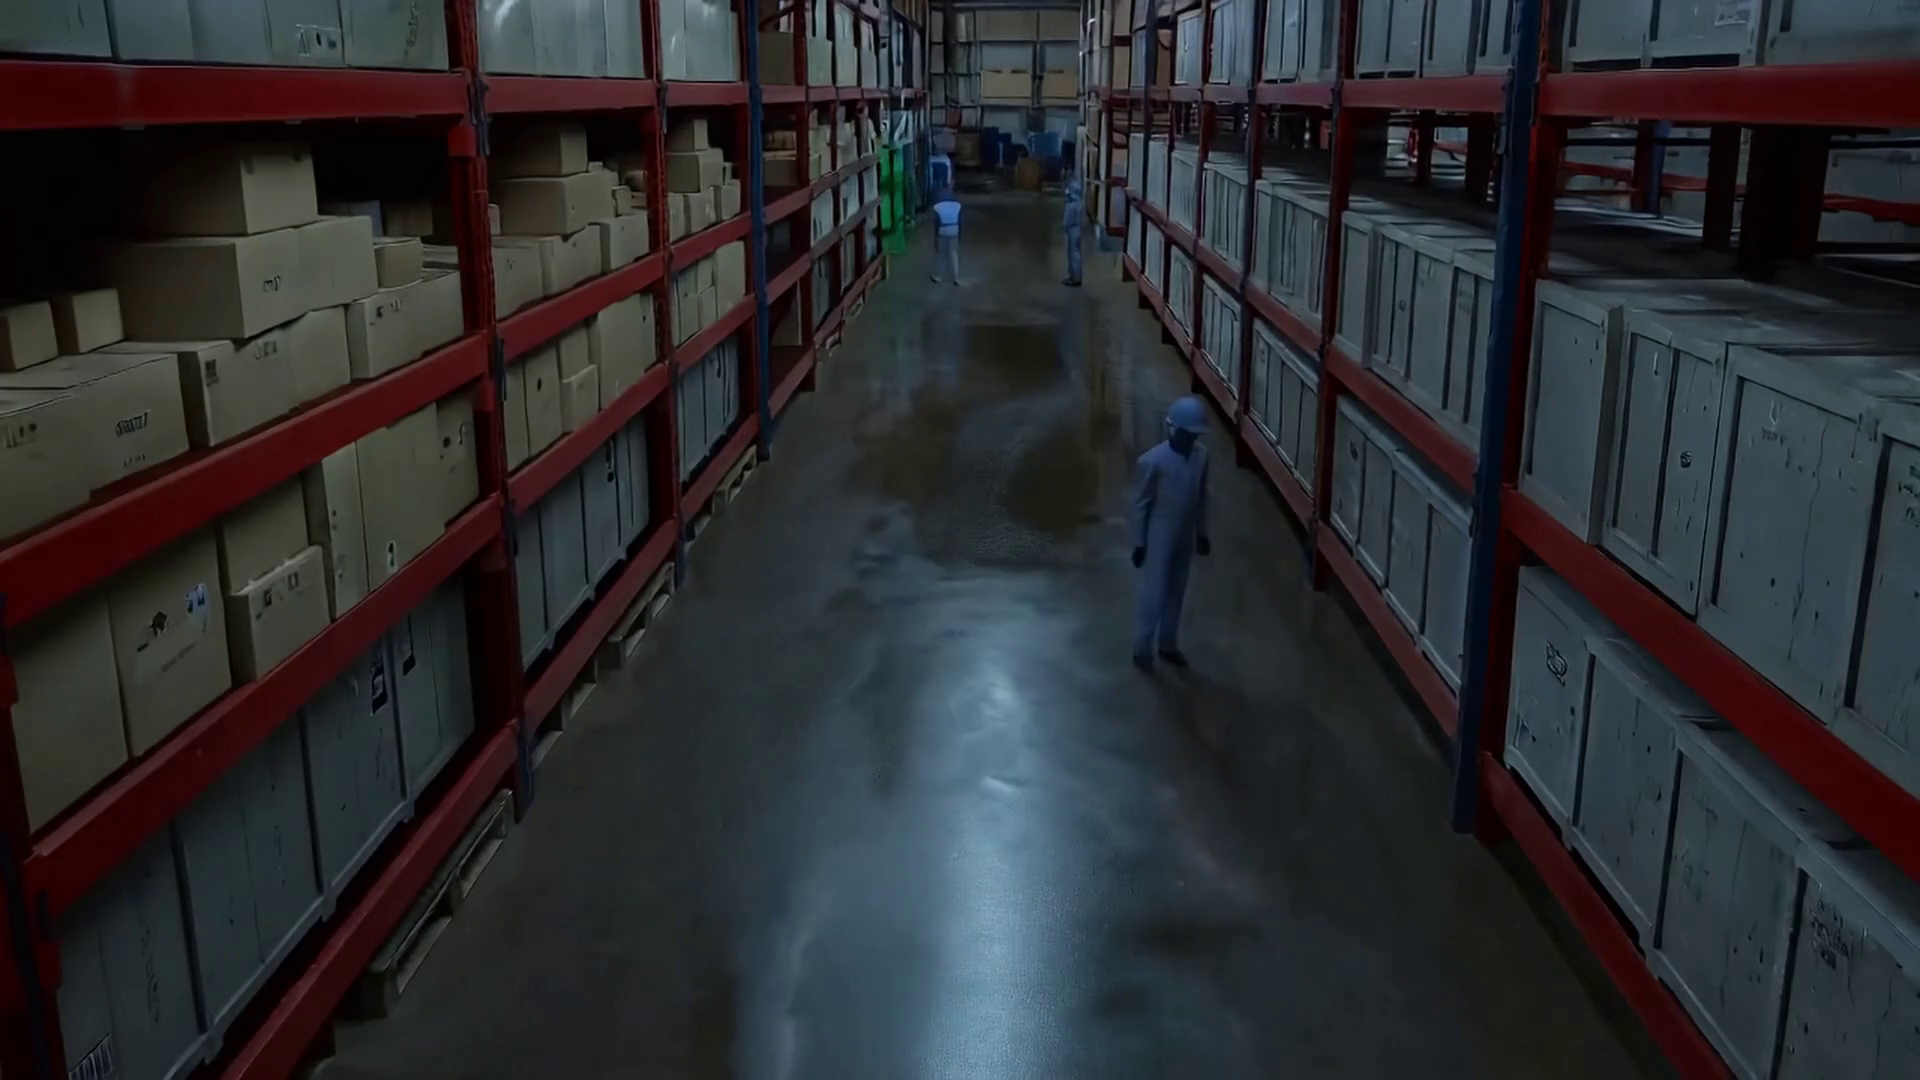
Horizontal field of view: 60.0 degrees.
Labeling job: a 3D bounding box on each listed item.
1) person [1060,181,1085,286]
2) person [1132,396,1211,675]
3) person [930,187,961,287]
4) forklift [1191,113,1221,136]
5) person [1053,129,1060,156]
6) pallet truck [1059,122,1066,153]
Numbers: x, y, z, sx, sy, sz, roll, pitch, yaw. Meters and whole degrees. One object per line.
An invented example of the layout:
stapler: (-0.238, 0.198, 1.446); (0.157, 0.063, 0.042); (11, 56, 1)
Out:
person: (2.067, -5.625, 30.568); (0.409, 1.909, 0.640); (-3, 15, -12)
person: (1.302, -0.030, 10.087); (0.588, 1.732, 0.411); (-12, 19, -38)
person: (-0.244, -5.596, 30.681); (0.592, 1.792, 0.979); (-6, 16, -20)
forklift: (8.276, -13.018, 56.228); (1.129, 2.768, 1.873); (8, 17, 26)
person: (4.294, -17.796, 75.937); (0.951, 1.875, 0.571); (9, 18, 31)
pallet truck: (5.788, -21.111, 88.014); (1.885, 1.965, 0.823); (5, 16, 18)
